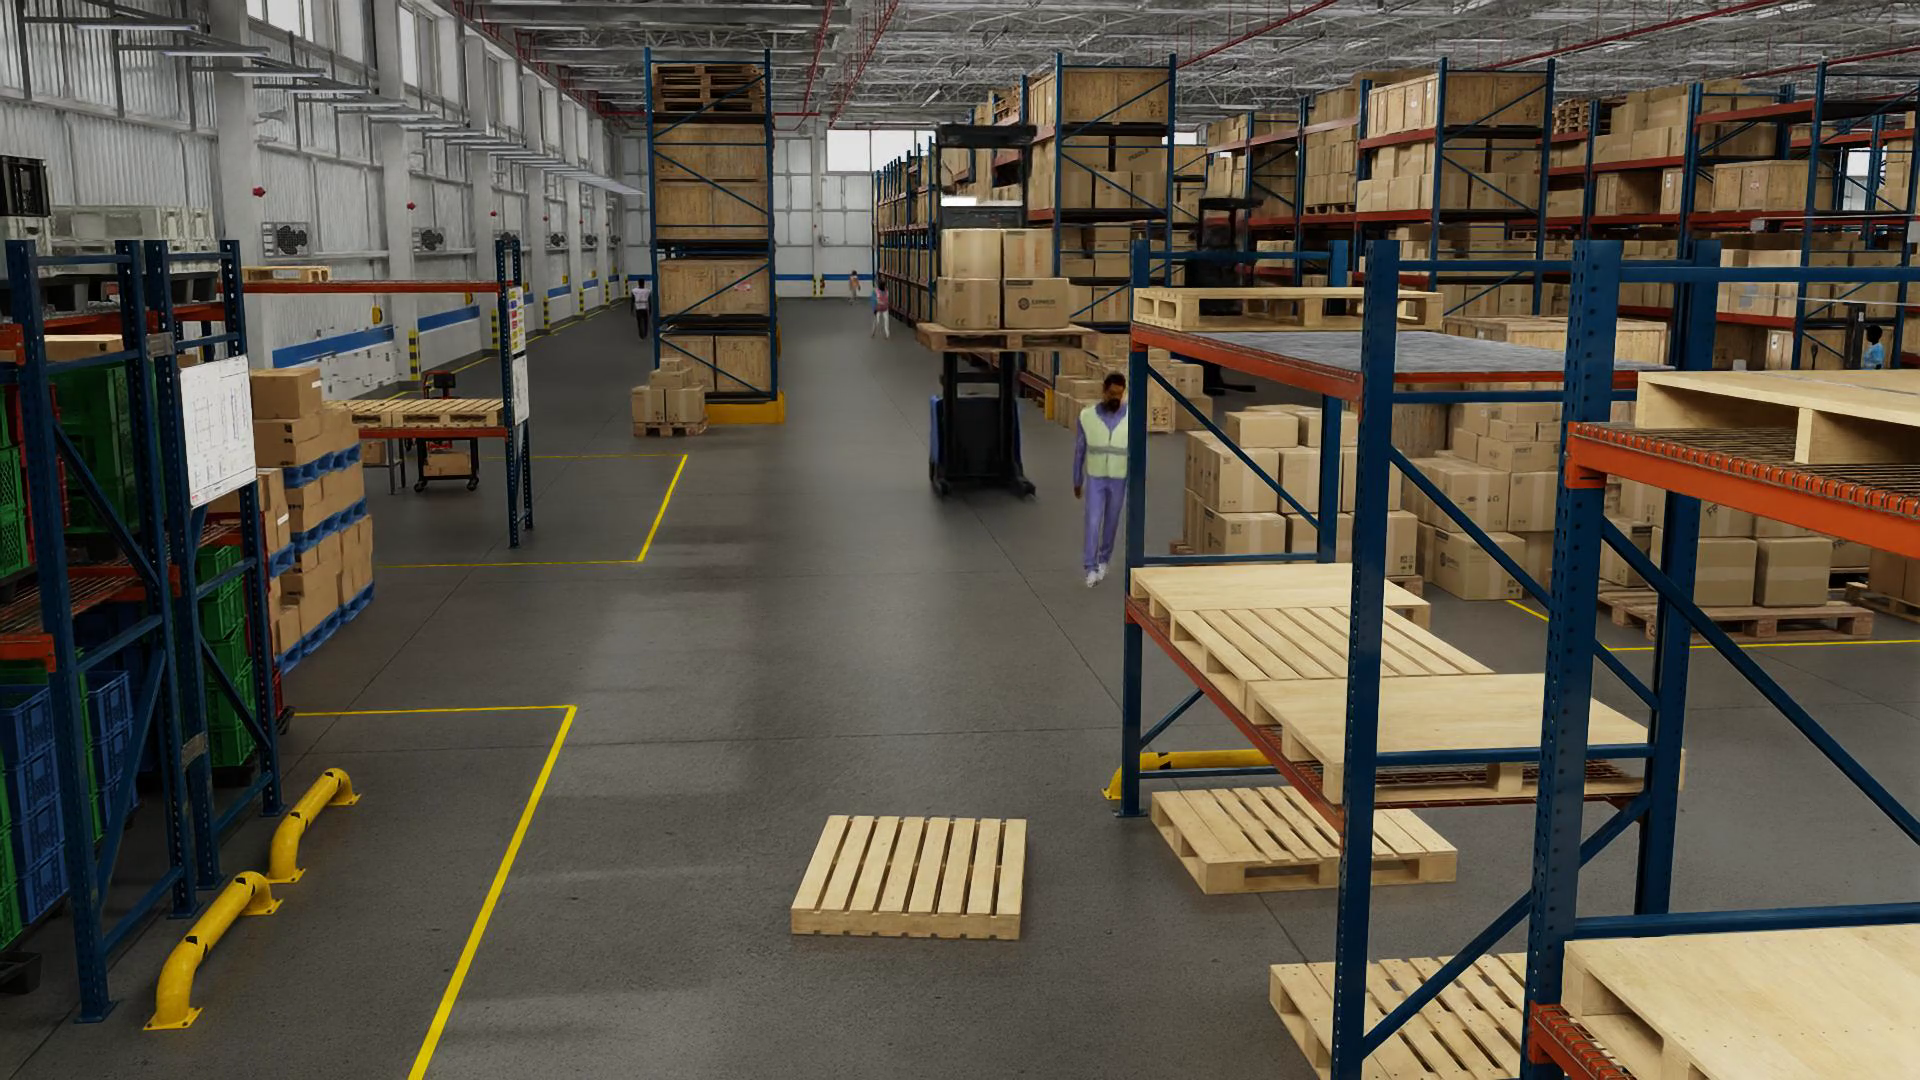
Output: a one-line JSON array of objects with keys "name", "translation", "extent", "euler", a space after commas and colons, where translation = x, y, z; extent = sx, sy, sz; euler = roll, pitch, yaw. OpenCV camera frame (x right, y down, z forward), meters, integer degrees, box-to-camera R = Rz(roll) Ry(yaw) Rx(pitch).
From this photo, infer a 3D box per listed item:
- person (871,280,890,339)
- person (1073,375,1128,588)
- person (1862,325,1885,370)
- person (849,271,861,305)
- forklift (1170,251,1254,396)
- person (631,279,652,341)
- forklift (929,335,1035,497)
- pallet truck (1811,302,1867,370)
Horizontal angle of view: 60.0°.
[{"name": "person", "translation": [-2.455, -7.086, 51.177], "extent": [0.623, 1.813, 0.844], "euler": [-5, 11, -26]}, {"name": "person", "translation": [1.309, -0.535, 14.736], "extent": [0.597, 1.859, 0.978], "euler": [-1, 10, -3]}, {"name": "person", "translation": [14.524, -2.573, 26.482], "extent": [0.320, 1.693, 0.531], "euler": [3, 11, 16]}, {"name": "person", "translation": [-4.919, -11.847, 78.136], "extent": [0.791, 1.595, 0.528], "euler": [-9, 14, -41]}, {"name": "forklift", "translation": [4.772, -4.334, 32.947], "extent": [1.129, 2.768, 1.873], "euler": [-10, 14, -44]}, {"name": "person", "translation": [-9.646, -6.984, 50.434], "extent": [0.602, 1.878, 0.974], "euler": [-3, 11, -18]}, {"name": "forklift", "translation": [0.220, -2.031, 20.189], "extent": [1.129, 2.768, 1.873], "euler": [-1, 10, -6]}, {"name": "pallet truck", "translation": [15.846, -3.142, 28.793], "extent": [1.885, 1.965, 0.823], "euler": [2, 10, 12]}]
